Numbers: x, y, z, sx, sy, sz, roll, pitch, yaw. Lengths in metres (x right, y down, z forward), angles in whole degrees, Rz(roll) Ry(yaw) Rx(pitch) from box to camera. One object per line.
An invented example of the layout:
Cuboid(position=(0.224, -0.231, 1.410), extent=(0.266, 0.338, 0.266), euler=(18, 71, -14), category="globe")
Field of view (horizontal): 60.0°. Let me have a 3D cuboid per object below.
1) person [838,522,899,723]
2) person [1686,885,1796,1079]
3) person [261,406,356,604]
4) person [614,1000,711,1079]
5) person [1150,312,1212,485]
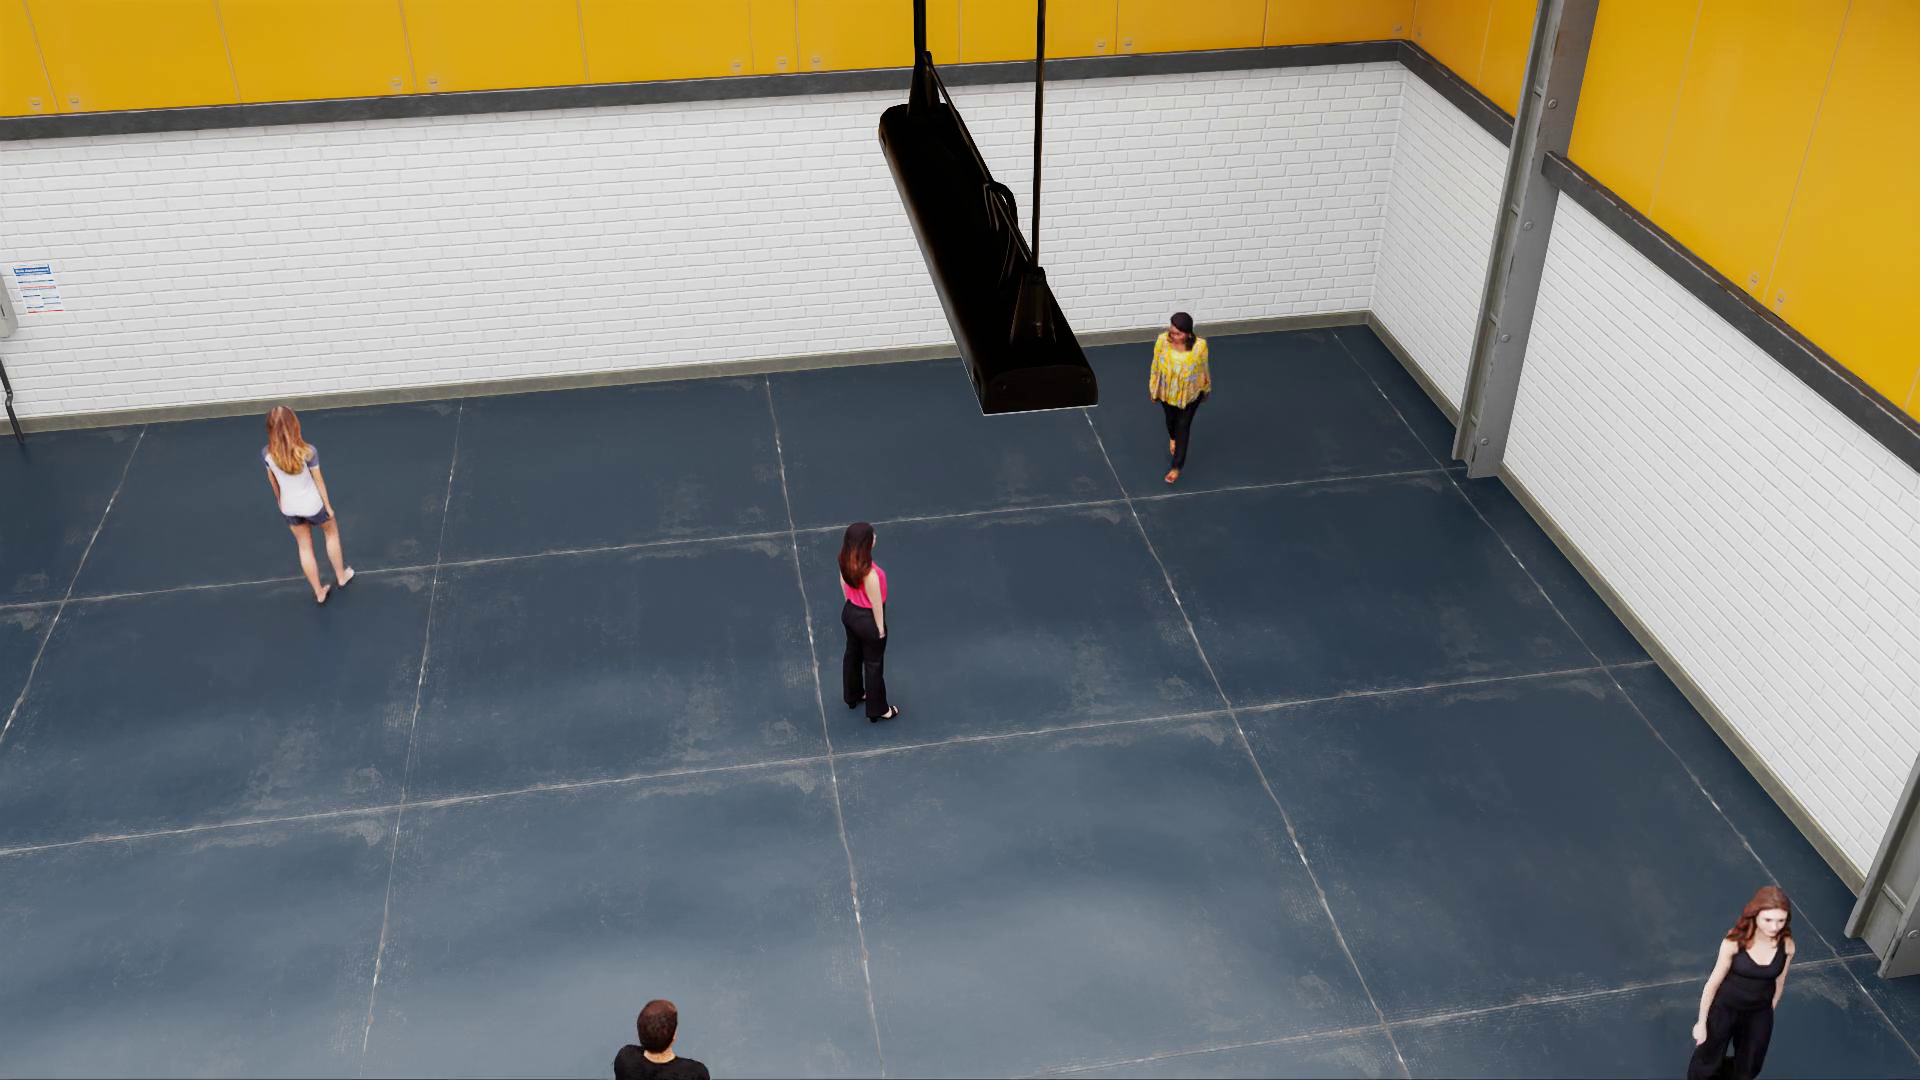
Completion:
Cuboid(position=(-0.680, 0.576, 11.964), extent=(0.717, 1.660, 0.609), euler=(-25, 41, -32), category="person")
Cuboid(position=(4.188, 2.474, 9.041), extent=(0.672, 1.734, 0.728), euler=(1, 34, 1), category="person")
Cuboid(position=(-5.199, -0.229, 13.123), extent=(0.690, 1.717, 0.738), euler=(0, 34, 0), category="person")
Cuboid(position=(-1.466, 3.002, 8.156), extent=(0.962, 1.834, 1.276), euler=(5, 34, 8), category="person")
Cuboid(position=(1.988, -1.356, 14.924), extent=(1.016, 1.600, 1.194), euler=(7, 34, 11), category="person")
